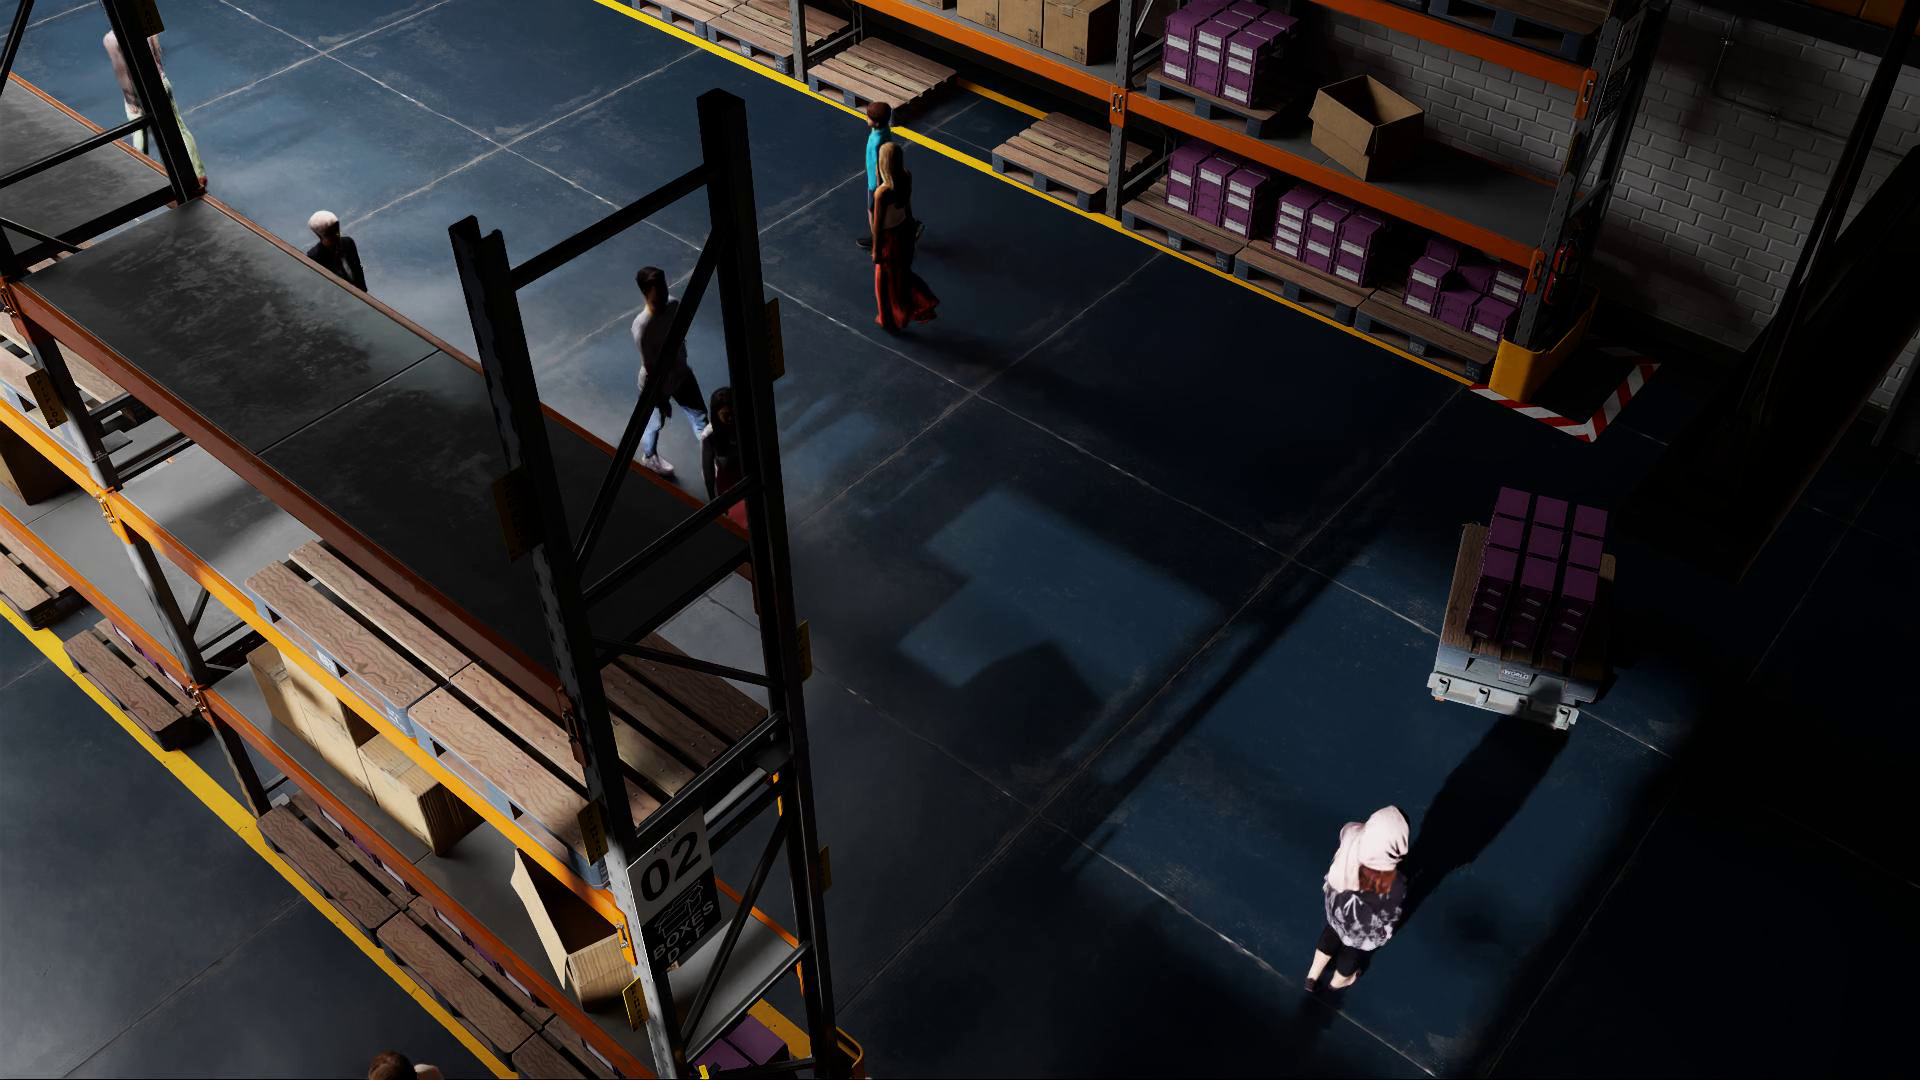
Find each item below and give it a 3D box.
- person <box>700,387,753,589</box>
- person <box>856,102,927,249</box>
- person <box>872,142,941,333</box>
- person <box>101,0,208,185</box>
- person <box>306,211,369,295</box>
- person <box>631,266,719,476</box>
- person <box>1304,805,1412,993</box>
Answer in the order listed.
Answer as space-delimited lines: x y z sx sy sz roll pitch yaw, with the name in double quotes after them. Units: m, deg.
-1.520 -0.387 11.411 0.776 1.738 0.832 -15 46 -15 "person"
-0.621 -3.179 14.561 0.913 1.435 0.719 11 45 11 "person"
-0.452 -2.372 13.456 0.863 1.791 0.684 24 48 23 "person"
-7.347 -4.062 15.199 1.186 1.834 0.792 23 48 22 "person"
-4.865 -1.792 12.899 0.826 1.762 0.715 30 51 28 "person"
-2.233 -1.215 12.197 1.147 1.852 0.814 21 47 20 "person"
2.097 2.017 8.972 0.749 1.621 0.715 -30 51 -28 "person"
